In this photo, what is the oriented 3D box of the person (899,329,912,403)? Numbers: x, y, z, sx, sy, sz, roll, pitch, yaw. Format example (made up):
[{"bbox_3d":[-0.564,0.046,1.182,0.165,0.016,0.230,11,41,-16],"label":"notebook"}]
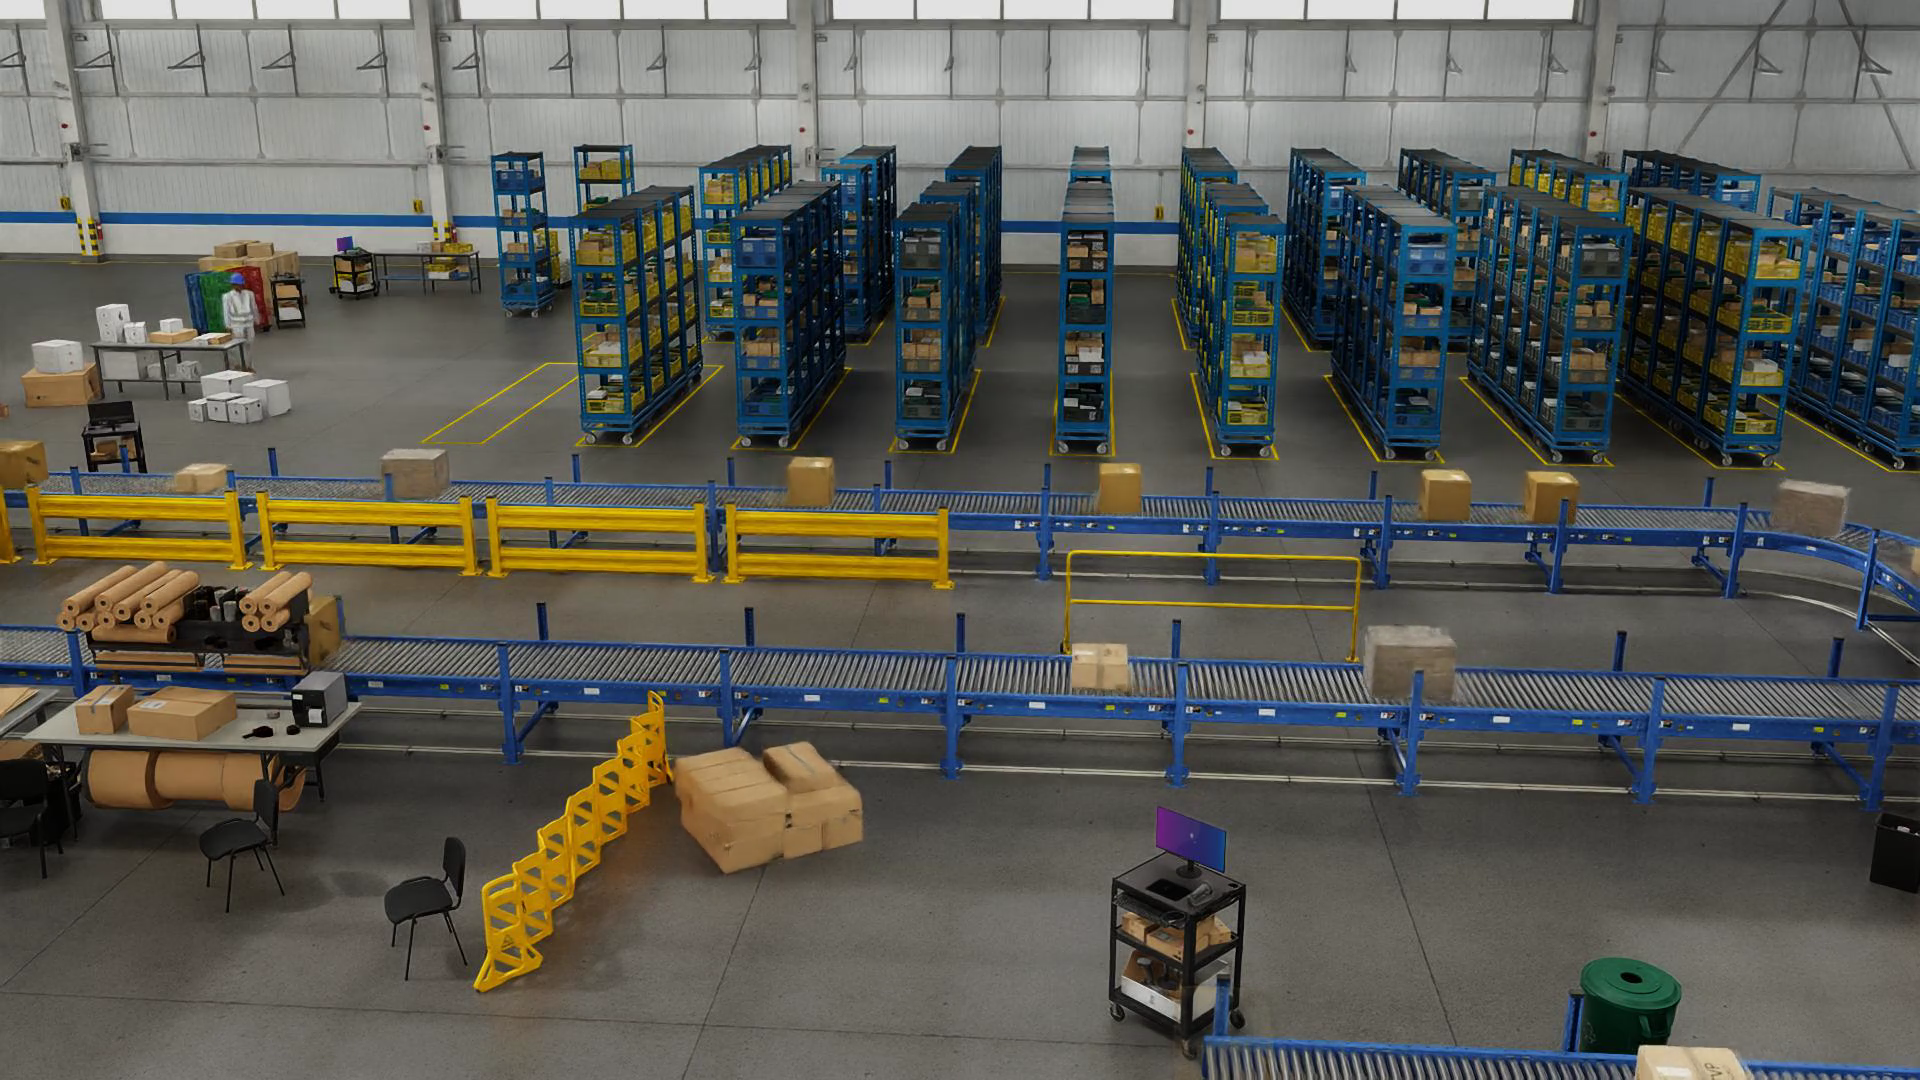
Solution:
[{"bbox_3d":[-0.670,-3.187,28.750,0.915,1.792,0.607,8,19,24],"label":"person"}]

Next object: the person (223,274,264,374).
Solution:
[{"bbox_3d":[-13.416,-4.029,31.197,0.612,1.926,0.616,14,22,37],"label":"person"}]
